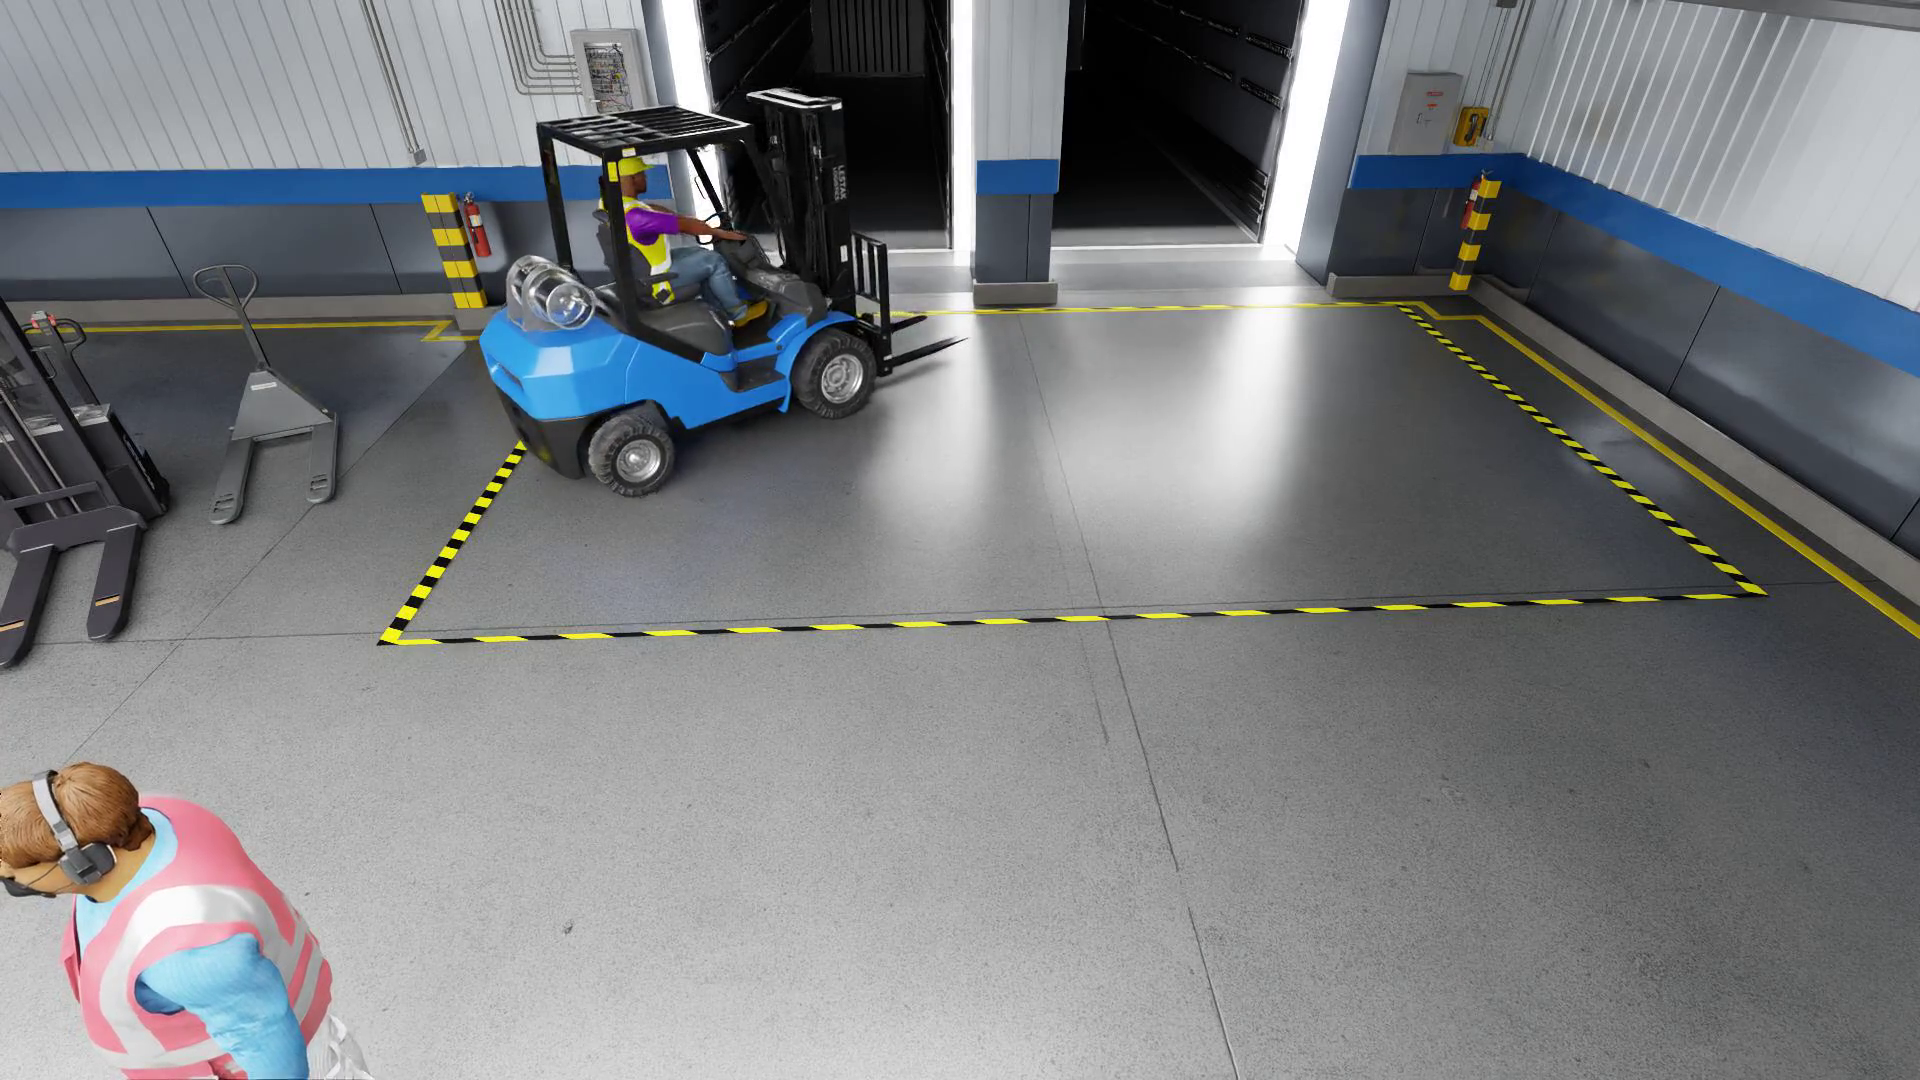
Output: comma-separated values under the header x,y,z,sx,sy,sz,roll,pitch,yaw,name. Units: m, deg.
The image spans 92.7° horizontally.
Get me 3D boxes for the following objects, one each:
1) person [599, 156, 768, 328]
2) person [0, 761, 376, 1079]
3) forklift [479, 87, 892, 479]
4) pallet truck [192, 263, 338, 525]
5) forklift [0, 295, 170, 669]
x,y,z,sx,sy,sz,roll,pitch,yaw,name
-1.851,-2.035,6.276,1.002,1.294,0.635,-27,43,-33,person
-1.839,1.237,2.348,0.622,1.845,0.431,28,44,34,person
-1.902,-1.862,6.354,2.680,2.036,1.157,-27,43,-33,forklift
-4.778,-1.027,6.128,0.680,1.201,1.601,-17,38,-23,pallet truck
-5.212,-0.618,4.878,0.823,1.965,1.885,-20,39,-26,forklift
